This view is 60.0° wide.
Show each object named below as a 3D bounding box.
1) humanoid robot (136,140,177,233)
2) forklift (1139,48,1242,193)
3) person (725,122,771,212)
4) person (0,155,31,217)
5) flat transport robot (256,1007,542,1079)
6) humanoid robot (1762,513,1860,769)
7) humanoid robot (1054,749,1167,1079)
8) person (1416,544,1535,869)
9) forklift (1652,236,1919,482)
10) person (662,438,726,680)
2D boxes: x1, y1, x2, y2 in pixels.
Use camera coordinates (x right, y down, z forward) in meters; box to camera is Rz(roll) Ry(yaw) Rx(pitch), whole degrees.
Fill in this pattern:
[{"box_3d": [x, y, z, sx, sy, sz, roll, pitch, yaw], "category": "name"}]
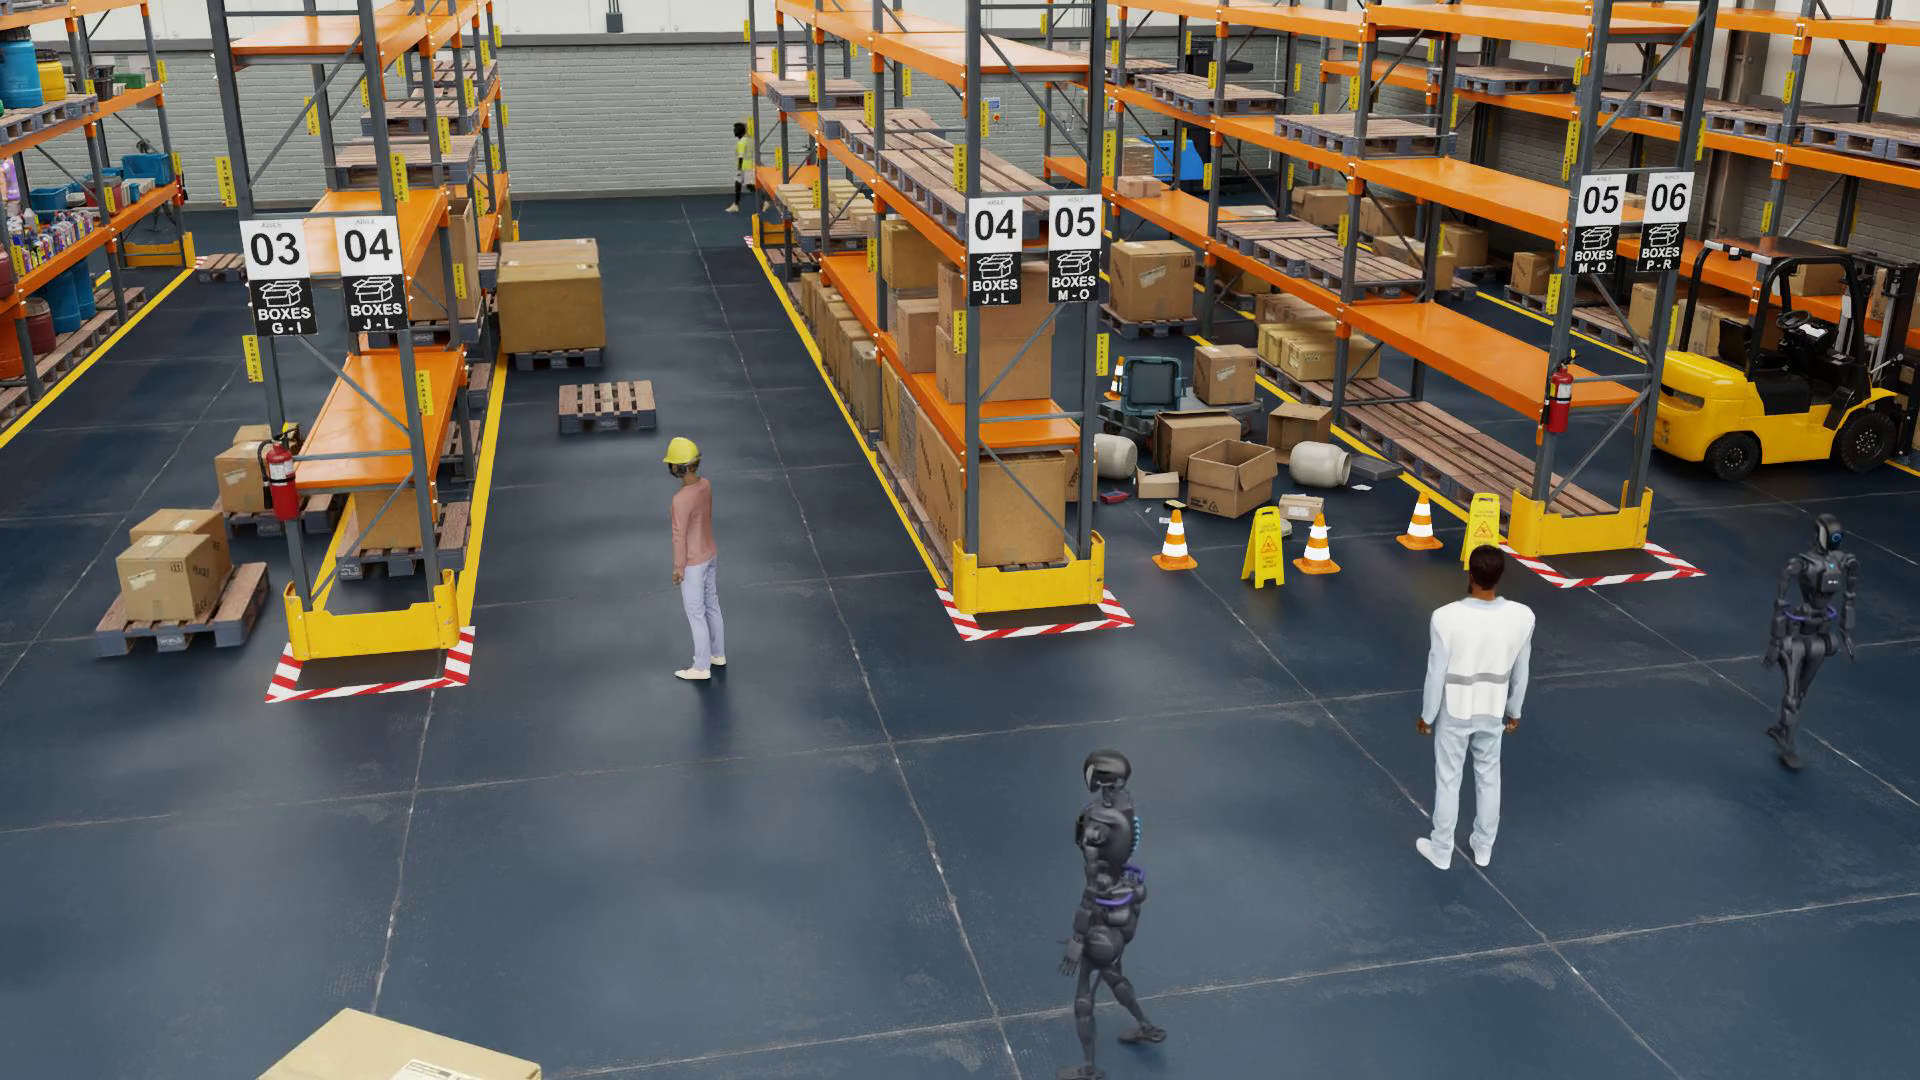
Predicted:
[{"box_3d": [-13.783, -6.060, 28.547, 0.658, 1.621, 0.607, -8, 22, -21], "category": "humanoid robot"}, {"box_3d": [4.566, -8.313, 32.860, 1.873, 2.768, 1.129, -4, 21, -12], "category": "forklift"}, {"box_3d": [-3.927, -6.868, 30.696, 0.832, 1.666, 0.540, -1, 20, -2], "category": "person"}, {"box_3d": [-15.344, -5.541, 27.087, 0.348, 1.688, 0.490, 11, 23, 26], "category": "person"}, {"box_3d": [-2.024, 3.024, 6.059, 1.431, 0.231, 0.659, -17, 26, -39], "category": "flat transport robot"}, {"box_3d": [5.418, 0.629, 10.514, 0.593, 1.637, 0.671, -3, 21, -8], "category": "humanoid robot"}, {"box_3d": [0.708, 1.708, 7.602, 0.428, 1.646, 0.600, 9, 22, 23], "category": "humanoid robot"}, {"box_3d": [2.862, 0.948, 9.285, 0.595, 1.916, 0.374, -2, 20, -6], "category": "person"}, {"box_3d": [8.013, -1.814, 16.330, 2.313, 2.155, 1.214, -4, 21, -12], "category": "forklift"}, {"box_3d": [-1.893, 0.128, 11.721, 0.349, 1.758, 0.518, 5, 21, 13], "category": "person"}]
